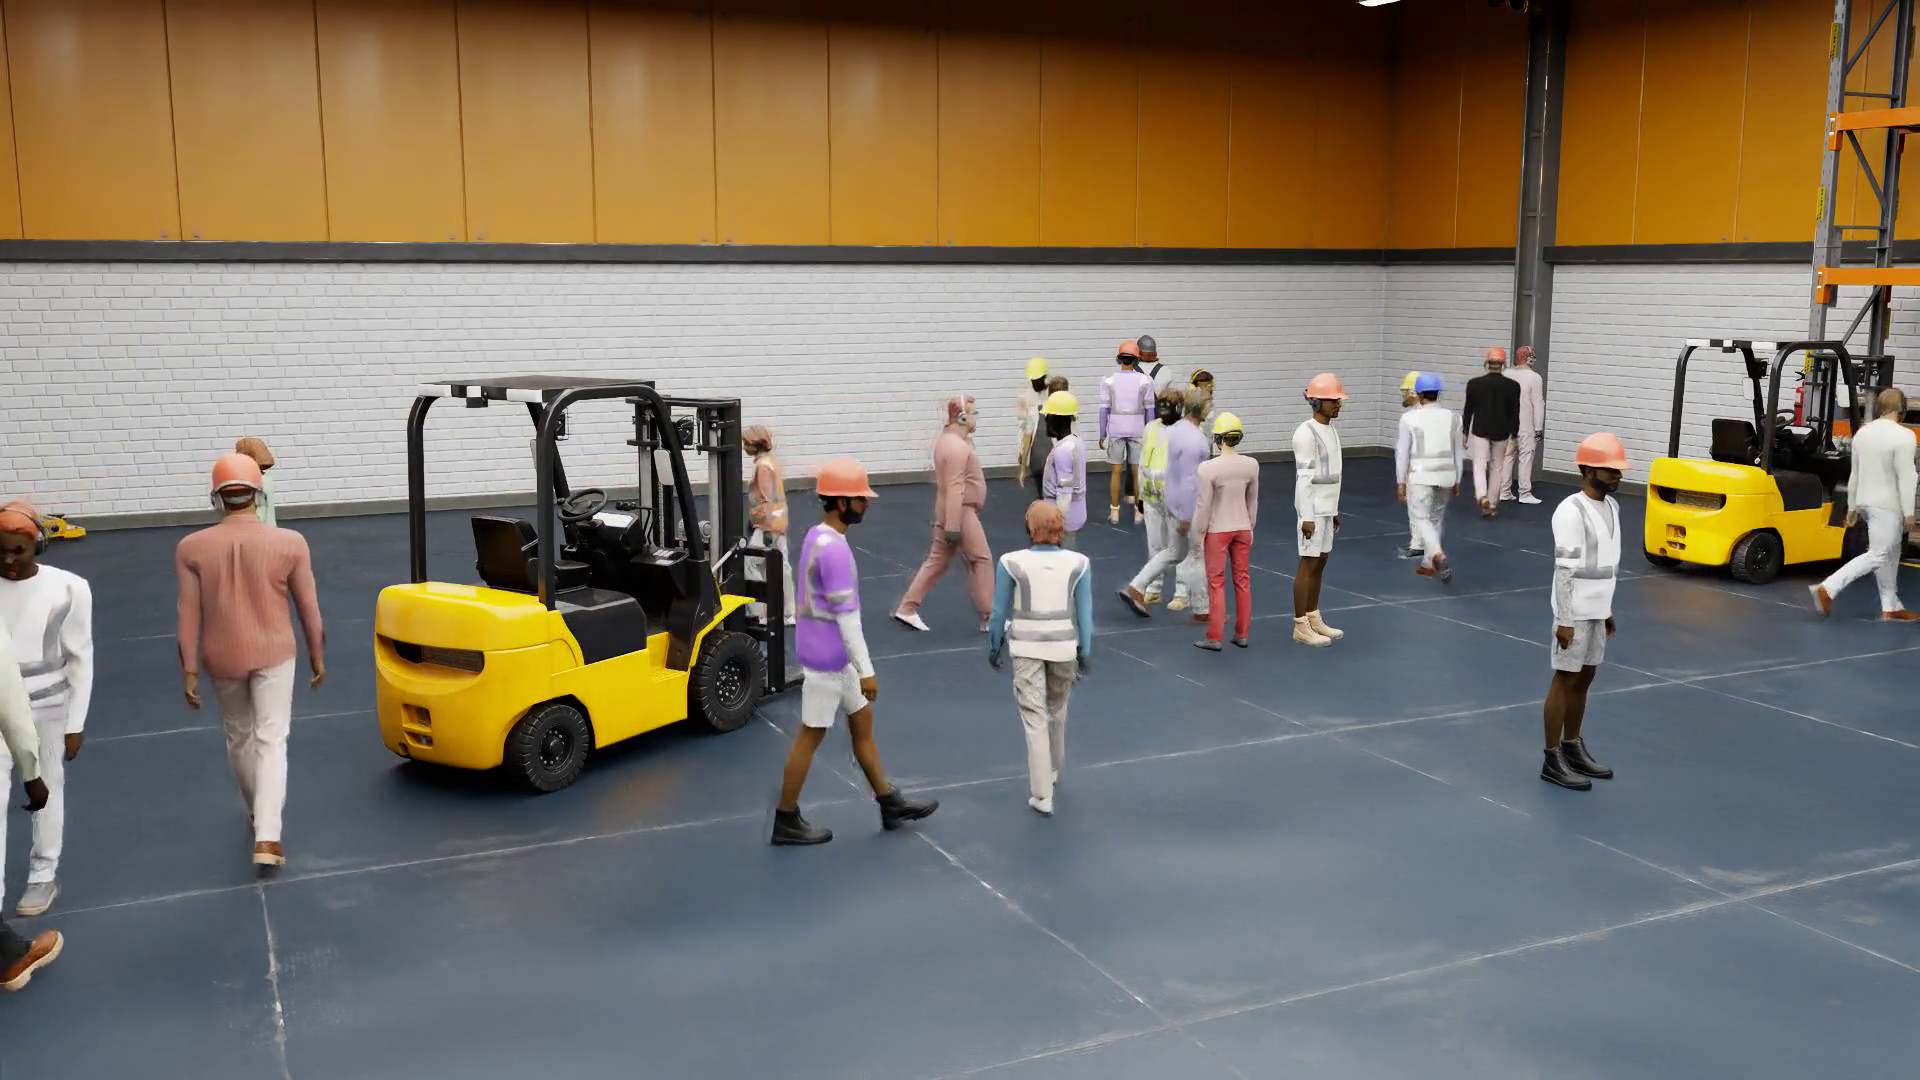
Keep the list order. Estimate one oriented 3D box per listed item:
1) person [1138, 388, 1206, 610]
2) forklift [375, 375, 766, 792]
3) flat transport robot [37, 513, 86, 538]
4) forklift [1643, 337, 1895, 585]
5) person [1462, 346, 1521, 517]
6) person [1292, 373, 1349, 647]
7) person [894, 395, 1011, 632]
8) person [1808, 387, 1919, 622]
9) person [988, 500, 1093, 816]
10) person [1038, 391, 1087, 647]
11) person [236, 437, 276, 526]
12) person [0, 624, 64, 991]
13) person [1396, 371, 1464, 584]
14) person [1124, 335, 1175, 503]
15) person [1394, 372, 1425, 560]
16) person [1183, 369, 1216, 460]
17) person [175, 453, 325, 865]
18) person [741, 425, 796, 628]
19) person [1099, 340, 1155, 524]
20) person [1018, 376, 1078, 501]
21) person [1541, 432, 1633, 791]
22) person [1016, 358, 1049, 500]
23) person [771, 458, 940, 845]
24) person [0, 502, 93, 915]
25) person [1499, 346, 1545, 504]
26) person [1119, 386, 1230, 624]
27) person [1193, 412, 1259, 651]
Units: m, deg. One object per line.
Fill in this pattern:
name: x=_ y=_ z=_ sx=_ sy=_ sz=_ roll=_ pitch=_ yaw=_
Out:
person: x=1.725 y=-0.339 z=13.834 sx=0.632 sy=1.847 sz=0.429 roll=8 pitch=12 yaw=41
forklift: x=-2.268 y=0.149 z=9.685 sx=1.214 sy=2.155 sz=2.313 roll=6 pitch=11 yaw=32
flat transport robot: x=-9.886 y=-0.089 z=17.113 sx=0.652 sy=0.197 sz=1.431 roll=8 pitch=12 yaw=41
forklift: x=7.551 y=-0.789 z=15.507 sx=2.313 sy=2.155 sz=1.214 roll=-4 pitch=10 yaw=-25
person: x=6.013 y=-1.210 z=18.846 sx=0.629 sy=1.964 sz=0.811 roll=2 pitch=9 yaw=15
person: x=2.715 y=-0.231 z=12.510 sx=0.373 sy=2.044 sz=0.608 roll=6 pitch=11 yaw=31
person: x=-0.043 y=-0.193 z=12.857 sx=0.986 sy=1.864 sz=0.653 roll=-2 pitch=9 yaw=-10
person: x=7.231 y=-0.265 z=13.195 sx=0.892 sy=1.899 sz=0.629 roll=0 pitch=9 yaw=-2
person: x=0.404 y=0.588 z=8.784 sx=0.521 sy=1.606 sz=0.794 roll=-2 pitch=9 yaw=-14
person: x=0.751 y=-0.137 z=12.279 sx=0.359 sy=1.930 sz=0.587 roll=1 pitch=9 yaw=9
person: x=-4.976 y=0.086 z=11.811 sx=0.283 sy=1.633 sz=0.497 roll=-2 pitch=9 yaw=-14
person: x=-3.680 y=0.867 z=6.039 sx=0.603 sy=1.927 sz=1.075 roll=2 pitch=9 yaw=11
person: x=4.230 y=-0.538 z=14.845 sx=0.612 sy=1.915 sz=0.820 roll=-1 pitch=9 yaw=-9
person: x=2.238 y=-1.459 z=20.135 sx=0.688 sy=2.000 sz=0.539 roll=0 pitch=9 yaw=0
person: x=4.441 y=-0.723 z=16.290 sx=0.420 sy=1.822 sz=0.631 roll=2 pitch=9 yaw=12
person: x=2.343 y=-0.758 z=16.402 sx=0.437 sy=1.843 sz=0.653 roll=7 pitch=12 yaw=37
person: x=-3.396 y=0.552 z=7.986 sx=0.629 sy=1.953 sz=1.046 roll=-2 pitch=9 yaw=-14
person: x=-1.548 y=-0.092 z=12.928 sx=0.579 sy=1.612 sz=0.548 roll=0 pitch=9 yaw=0
person: x=1.855 y=-1.196 z=18.497 sx=0.612 sy=2.041 sz=0.384 roll=1 pitch=9 yaw=5
person: x=0.909 y=-0.653 z=15.866 sx=0.542 sy=1.801 sz=0.872 roll=6 pitch=11 yaw=33
person: x=3.427 y=0.377 z=9.061 sx=0.547 sy=1.938 sz=0.378 roll=-9 pitch=13 yaw=-43
person: x=0.900 y=-0.994 z=17.710 sx=0.635 sy=1.887 sz=0.537 roll=4 pitch=10 yaw=23
person: x=-0.510 y=0.551 z=8.111 sx=0.940 sy=1.892 sz=0.576 roll=-1 pitch=9 yaw=-9
person: x=-3.985 y=0.759 z=7.000 sx=0.646 sy=1.839 sz=0.844 roll=-3 pitch=10 yaw=-19
person: x=6.805 y=-1.391 z=20.128 sx=0.408 sy=1.906 sz=0.653 roll=-6 pitch=11 yaw=-31
person: x=1.703 y=-0.264 z=13.153 sx=0.806 sy=1.912 sz=0.642 roll=-1 pitch=9 yaw=-6
person: x=1.962 y=-0.059 z=12.301 sx=0.525 sy=1.769 sz=0.310 roll=-4 pitch=10 yaw=-25
